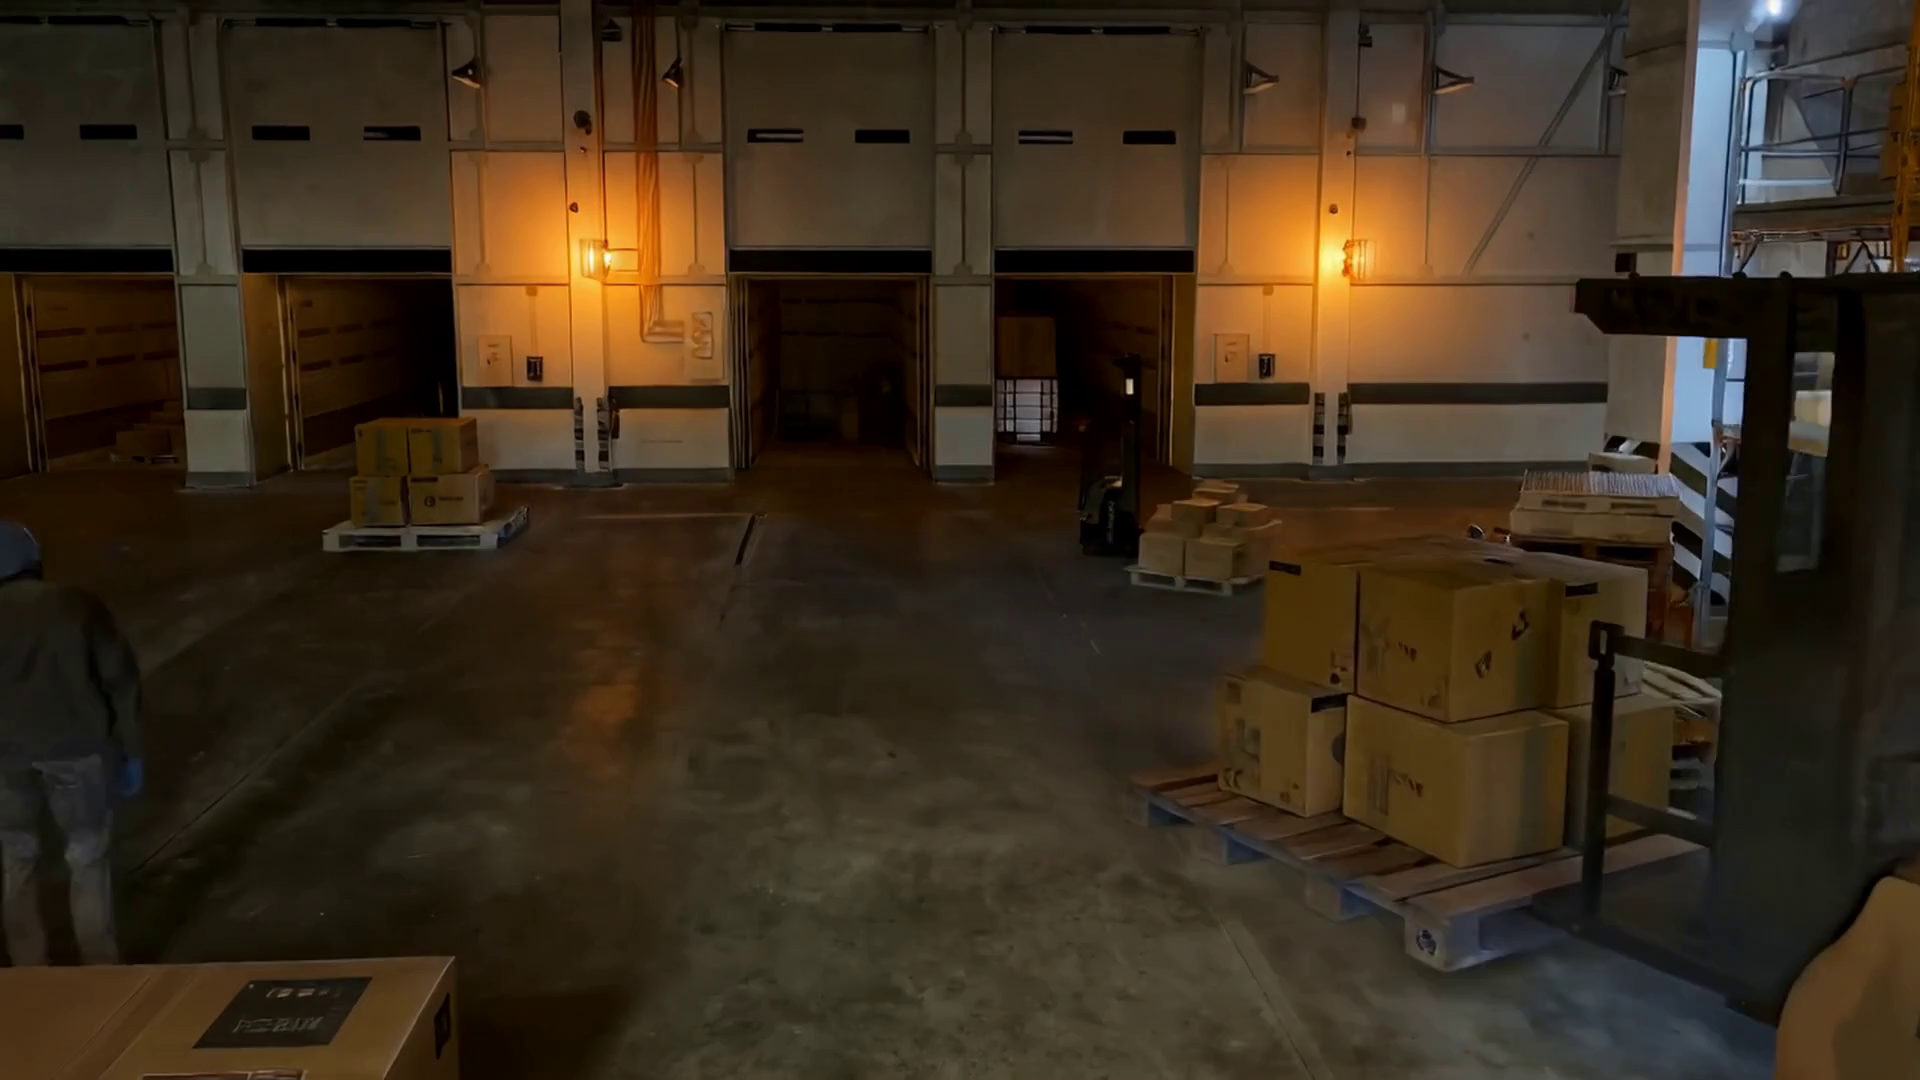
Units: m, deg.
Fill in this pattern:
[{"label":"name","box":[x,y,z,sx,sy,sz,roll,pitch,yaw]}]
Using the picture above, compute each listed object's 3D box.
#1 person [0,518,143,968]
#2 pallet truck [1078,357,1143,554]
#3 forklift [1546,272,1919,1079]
[{"label":"person","box":[-3.467,0.867,6.394,0.767,1.909,0.347,-1,9,-6]},{"label":"pallet truck","box":[2.088,-0.836,16.757,1.885,1.965,0.823,2,9,13]},{"label":"forklift","box":[3.011,0.580,5.102,1.129,2.768,1.873,-5,10,-30]}]
